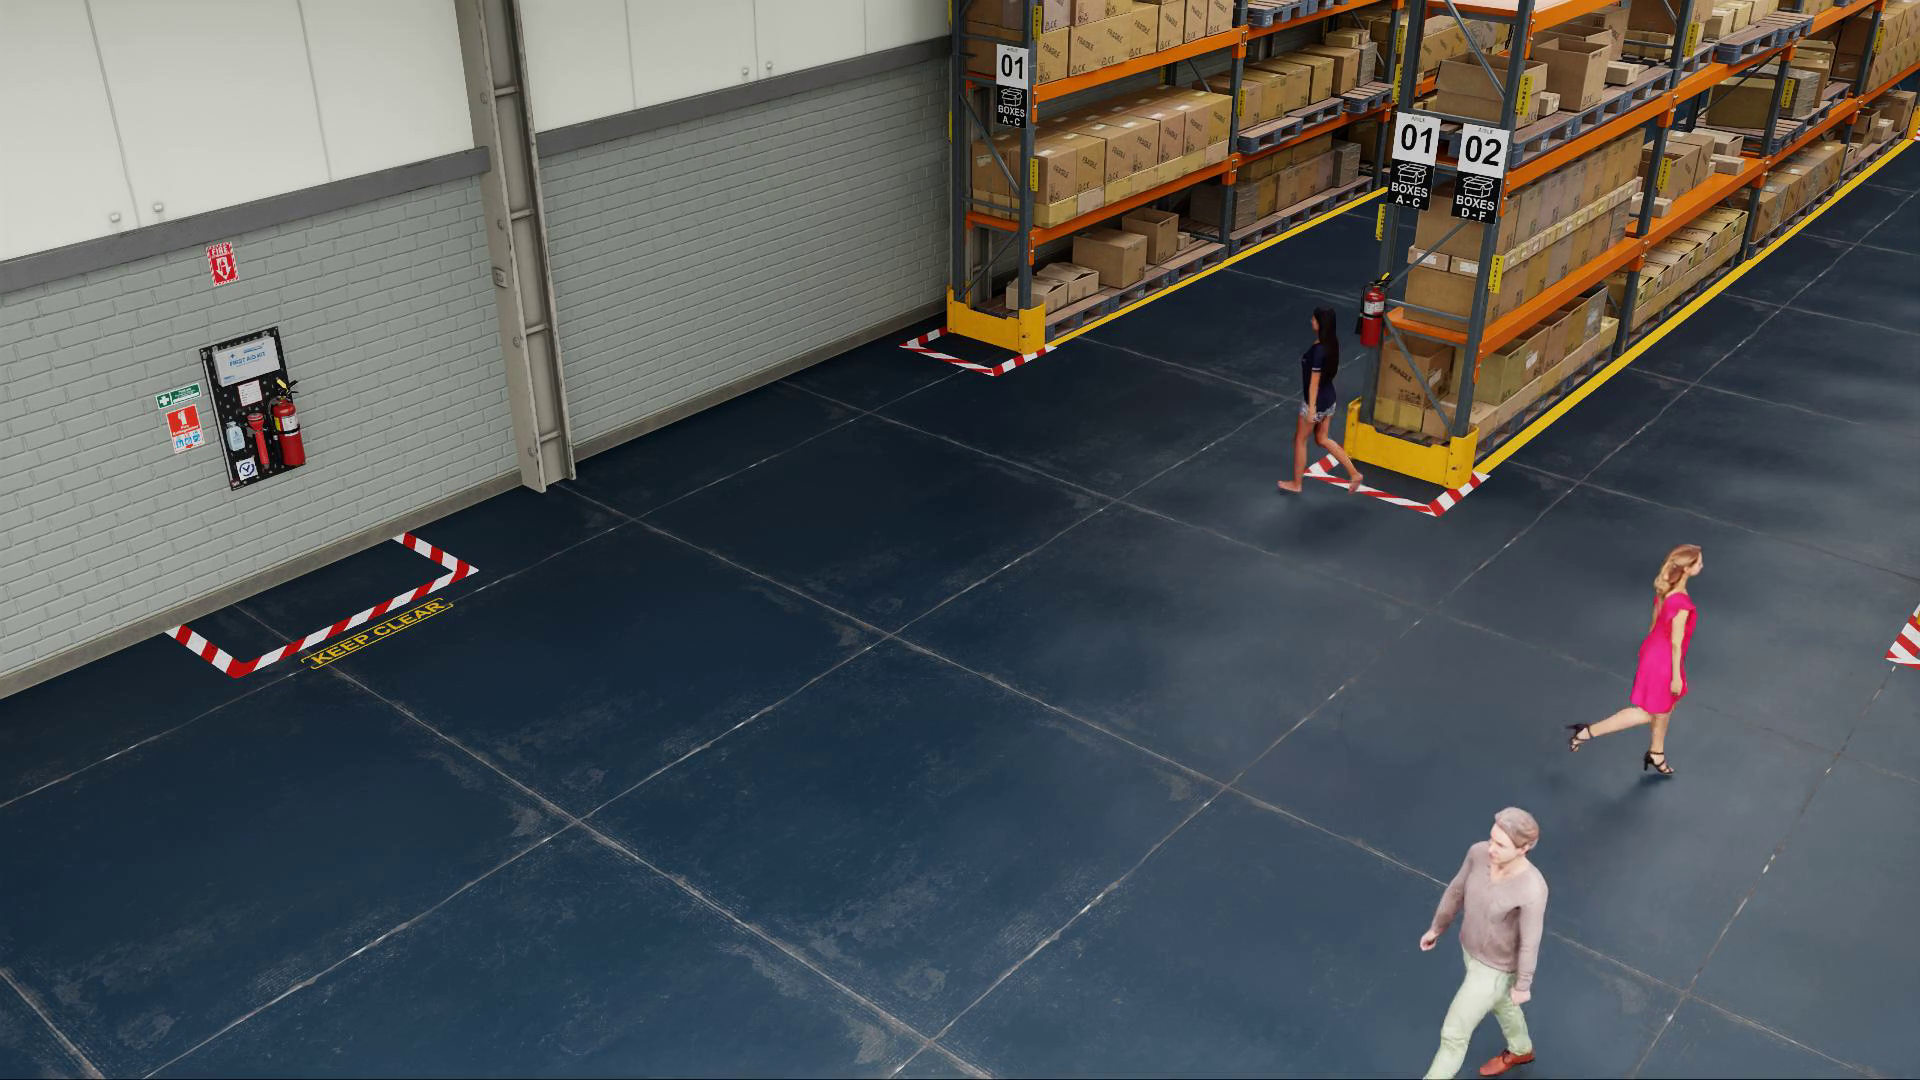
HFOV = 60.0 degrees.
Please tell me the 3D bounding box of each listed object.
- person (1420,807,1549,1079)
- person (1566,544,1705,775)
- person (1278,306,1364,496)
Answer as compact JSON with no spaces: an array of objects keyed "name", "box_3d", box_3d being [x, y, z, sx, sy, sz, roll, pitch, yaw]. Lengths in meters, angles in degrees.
[{"name":"person","box_3d":[2.691,2.064,8.248,1.344,1.832,1.129,-9,29,-16]},{"name":"person","box_3d":[4.435,0.802,10.758,0.886,1.699,0.979,7,29,12]},{"name":"person","box_3d":[3.180,-1.153,14.376,0.665,1.748,0.918,19,33,31]}]
